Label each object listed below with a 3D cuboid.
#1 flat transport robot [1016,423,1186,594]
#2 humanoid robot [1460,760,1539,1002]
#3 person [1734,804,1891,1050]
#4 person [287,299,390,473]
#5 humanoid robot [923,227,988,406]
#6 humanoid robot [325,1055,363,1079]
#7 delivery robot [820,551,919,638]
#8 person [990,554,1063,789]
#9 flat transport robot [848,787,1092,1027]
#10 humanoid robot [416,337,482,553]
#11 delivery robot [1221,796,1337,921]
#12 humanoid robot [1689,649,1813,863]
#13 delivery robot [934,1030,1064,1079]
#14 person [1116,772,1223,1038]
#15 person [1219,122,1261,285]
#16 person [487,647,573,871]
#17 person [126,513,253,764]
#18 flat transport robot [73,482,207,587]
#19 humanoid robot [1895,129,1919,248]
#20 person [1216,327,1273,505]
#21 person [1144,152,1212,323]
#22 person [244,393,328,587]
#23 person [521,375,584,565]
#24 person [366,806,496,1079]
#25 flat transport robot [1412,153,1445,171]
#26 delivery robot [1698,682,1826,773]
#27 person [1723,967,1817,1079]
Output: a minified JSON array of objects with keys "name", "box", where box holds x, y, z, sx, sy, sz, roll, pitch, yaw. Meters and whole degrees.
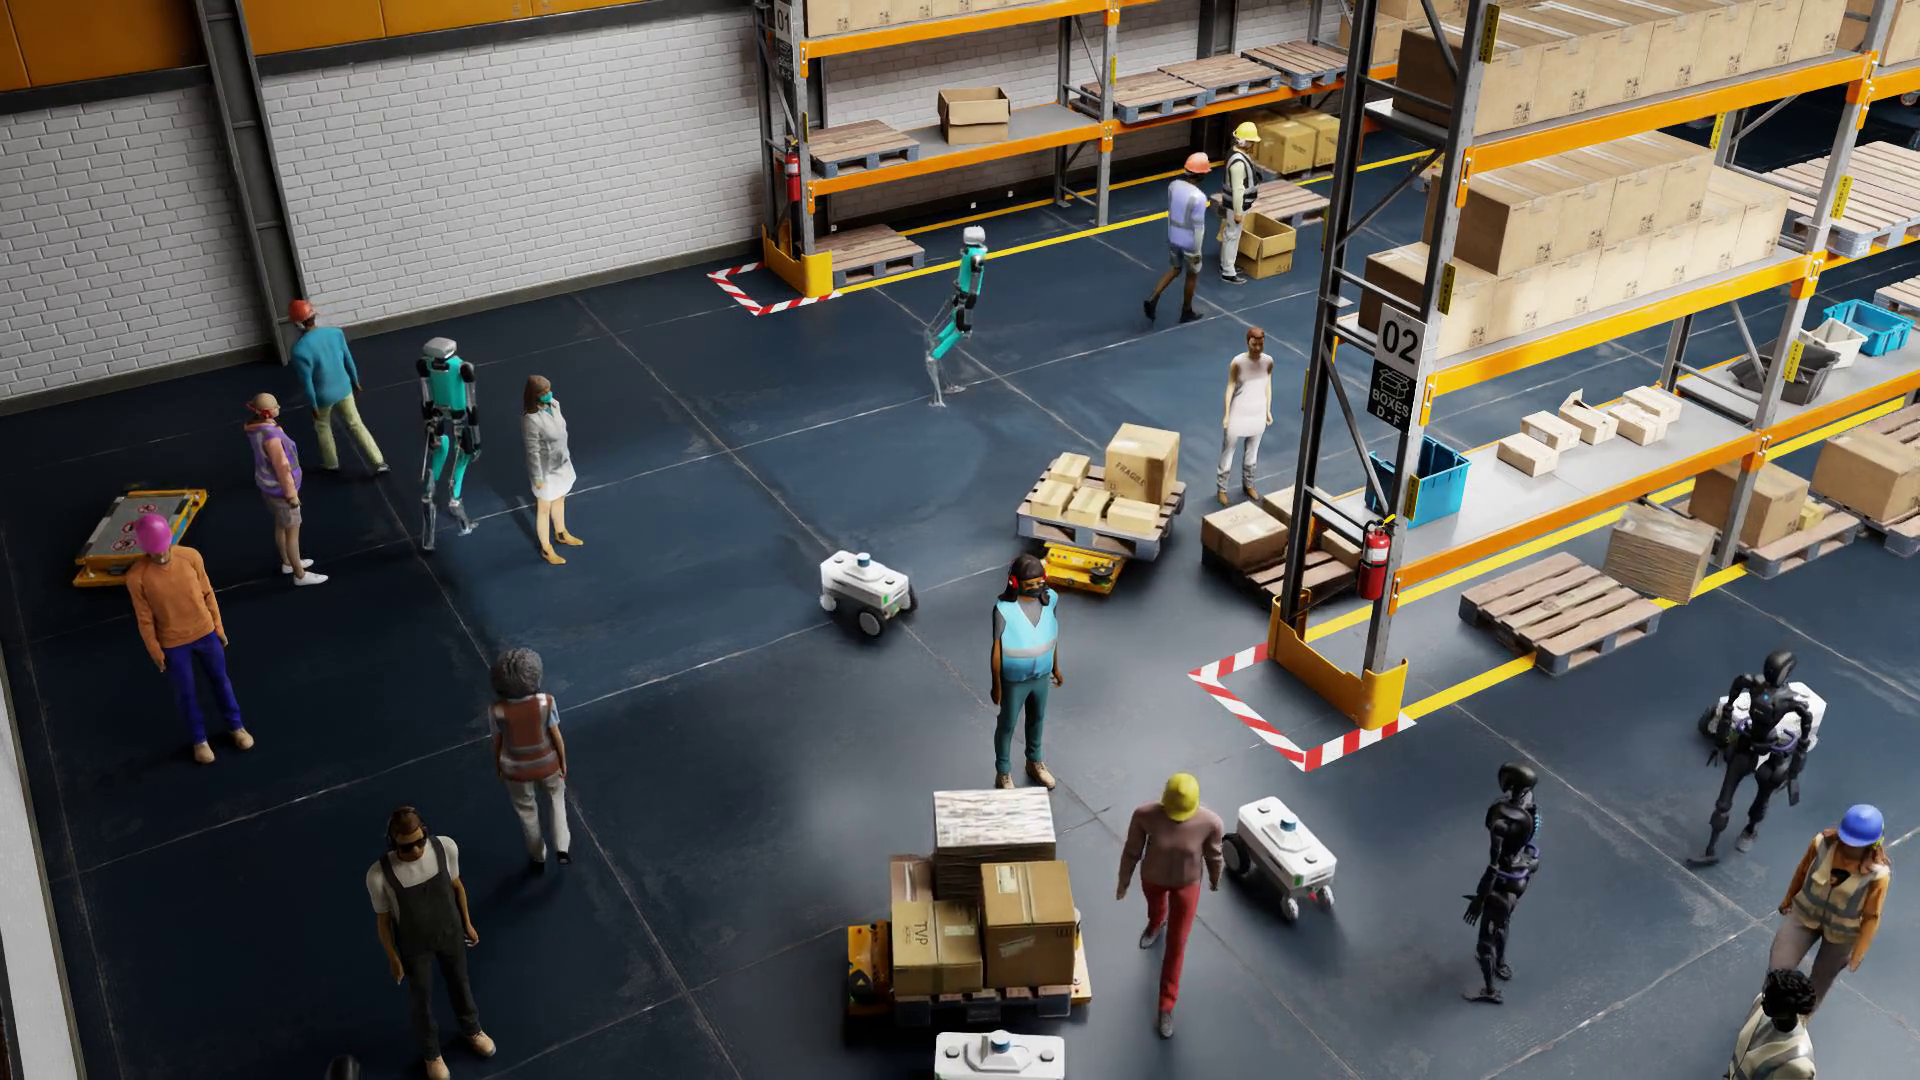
[{"name":"flat transport robot","box":[1.168,-0.034,14.137,0.659,0.231,1.431,12,34,18]},{"name":"humanoid robot","box":[3.154,1.952,9.645,0.334,1.648,0.589,21,38,29]},{"name":"person","box":[4.736,2.184,9.197,0.761,1.746,0.502,-27,41,-36]},{"name":"person","box":[-5.583,-1.325,14.858,0.699,1.709,0.582,19,37,28]},{"name":"humanoid robot","box":[-0.148,-2.151,16.160,0.816,1.796,0.531,-4,32,-7]},{"name":"humanoid robot","box":[-2.712,3.109,7.807,0.598,1.646,0.472,-14,35,-22]},{"name":"delivery robot","box":[-0.736,0.393,13.205,0.807,0.613,0.499,21,38,30]},{"name":"person","box":[0.431,0.903,11.141,0.536,1.865,0.386,-16,35,-24]},{"name":"flat transport robot","box":[0.044,2.531,10.048,1.431,0.231,0.659,-2,32,-3]},{"name":"humanoid robot","box":[-4.358,-0.698,13.877,0.545,1.816,0.944,9,33,14]},{"name":"delivery robot","box":[2.066,1.983,10.638,0.499,0.579,0.753,-14,35,-21]},{"name":"humanoid robot","box":[5.071,1.390,10.567,0.673,1.636,0.603,-23,39,-32]},{"name":"delivery robot","box":[0.204,2.936,9.138,0.804,0.600,0.499,1,32,2]},{"name":"person","box":[1.217,1.938,9.638,0.569,1.701,0.938,7,33,11]},{"name":"person","box":[3.131,-3.793,18.664,0.404,1.828,0.600,3,32,5]},{"name":"person","box":[-2.718,1.417,10.496,0.447,1.674,0.403,-10,34,-16]},{"name":"person","box":[-5.326,0.660,11.433,0.516,1.974,0.397,-25,40,-34]},{"name":"flat transport robot","box":[-6.979,-0.062,14.183,0.659,0.231,1.431,-3,32,-4]},{"name":"humanoid robot","box":[11.152,-4.221,19.493,0.512,1.640,0.611,-5,32,-8]},{"name":"person","box":[2.502,-1.091,14.510,0.450,1.661,0.283,-6,33,-10]},{"name":"person","box":[2.328,-3.151,17.567,0.678,1.910,0.571,-20,37,-29]},{"name":"person","box":[-5.465,-0.416,13.404,0.341,1.692,0.494,-22,38,-31]},{"name":"person","box":[-3.373,-0.600,13.728,0.335,1.658,0.500,10,33,16]},{"name":"person","box":[-2.896,2.189,9.110,0.506,1.846,0.346,-25,40,-34]},{"name":"flat transport robot","box":[6.739,-4.840,21.802,1.431,0.231,0.659,22,38,31]},{"name":"delivery robot","box":[5.708,1.279,11.793,0.816,0.613,0.499,-9,33,-14]},{"name":"person","box":[3.978,2.786,8.302,0.321,1.691,0.531,1,32,1]}]
